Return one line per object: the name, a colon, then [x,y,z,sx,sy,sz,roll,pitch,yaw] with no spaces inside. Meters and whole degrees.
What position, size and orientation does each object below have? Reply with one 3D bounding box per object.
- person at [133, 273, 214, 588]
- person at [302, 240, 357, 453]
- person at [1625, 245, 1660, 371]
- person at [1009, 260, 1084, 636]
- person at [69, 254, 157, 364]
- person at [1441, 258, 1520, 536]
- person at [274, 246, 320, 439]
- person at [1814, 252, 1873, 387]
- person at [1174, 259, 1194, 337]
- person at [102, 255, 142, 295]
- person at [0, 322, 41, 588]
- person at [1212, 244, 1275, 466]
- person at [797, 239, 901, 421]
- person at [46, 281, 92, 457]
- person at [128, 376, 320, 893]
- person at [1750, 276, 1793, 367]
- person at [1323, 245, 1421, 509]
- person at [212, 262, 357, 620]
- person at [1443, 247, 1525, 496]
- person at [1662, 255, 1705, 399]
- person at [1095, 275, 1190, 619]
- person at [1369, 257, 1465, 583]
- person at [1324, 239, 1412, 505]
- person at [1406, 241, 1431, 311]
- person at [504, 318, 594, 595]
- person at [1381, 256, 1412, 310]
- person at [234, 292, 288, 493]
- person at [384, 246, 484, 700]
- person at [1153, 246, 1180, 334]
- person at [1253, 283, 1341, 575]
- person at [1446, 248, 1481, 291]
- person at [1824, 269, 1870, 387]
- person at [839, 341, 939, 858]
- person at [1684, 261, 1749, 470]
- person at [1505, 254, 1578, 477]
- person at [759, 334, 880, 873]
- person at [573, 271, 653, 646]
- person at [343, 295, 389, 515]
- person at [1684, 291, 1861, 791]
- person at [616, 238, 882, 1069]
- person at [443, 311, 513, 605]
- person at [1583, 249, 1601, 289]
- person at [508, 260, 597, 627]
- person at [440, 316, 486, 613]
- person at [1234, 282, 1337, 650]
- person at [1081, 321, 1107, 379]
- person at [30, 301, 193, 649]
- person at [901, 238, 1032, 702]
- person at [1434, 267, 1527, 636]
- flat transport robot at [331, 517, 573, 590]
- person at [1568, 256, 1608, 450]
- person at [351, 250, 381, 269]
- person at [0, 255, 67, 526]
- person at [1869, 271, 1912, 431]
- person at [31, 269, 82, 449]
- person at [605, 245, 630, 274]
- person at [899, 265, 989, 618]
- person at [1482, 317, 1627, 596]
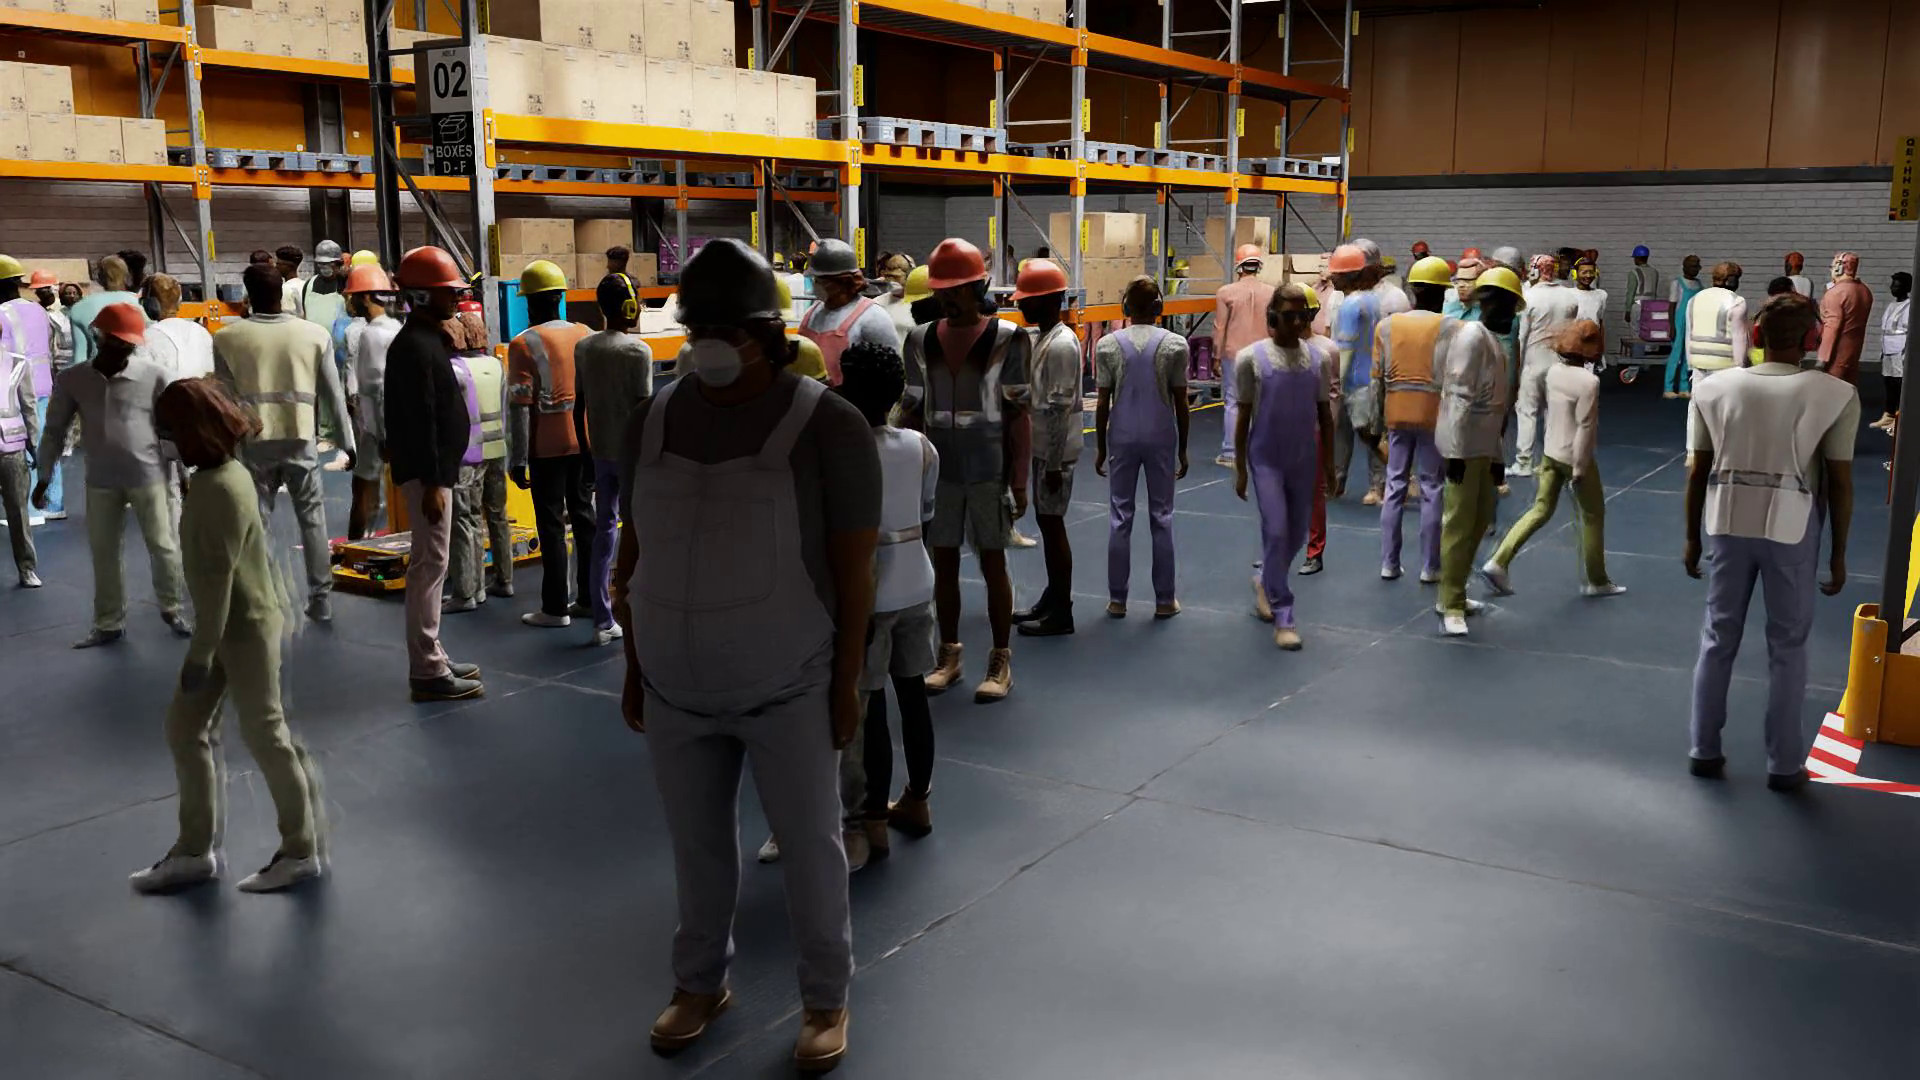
person: [-4.572,-0.637,9.739,0.343,1.833,0.520,5,11,26]
person: [-5.968,-1.842,15.838,0.679,2.000,0.535,2,10,11]
person: [10.489,-3.562,25.662,0.608,1.942,0.410,-5,11,-27]
person: [0.435,-0.463,8.526,0.389,1.925,0.550,-1,10,-4]
person: [-6.065,-1.102,12.058,0.648,1.922,0.720,-2,10,-10]
person: [3.492,-0.975,11.437,0.399,1.899,0.647,-8,13,-38]
person: [-6.668,-1.959,16.692,0.365,1.966,0.608,0,10,2]
person: [8.251,-1.742,15.656,0.652,1.905,0.404,-7,12,-34]
person: [3.316,-3.301,24.771,0.314,1.736,0.482,-3,11,-14]
person: [-8.112,-1.837,16.284,0.437,1.880,0.660,-2,10,-12]
person: [-5.593,-0.516,9.609,0.510,1.639,0.308,-7,12,-34]
person: [2.559,-1.651,14.938,0.615,1.987,0.407,-2,10,-9]
person: [-0.697,-0.660,9.285,0.674,2.000,0.537,9,13,40]
person: [-8.304,-1.606,15.629,0.514,1.644,0.308,-8,13,-37]
person: [-2.319,0.314,5.068,0.633,1.611,0.514,-7,13,-35]
person: [7.786,-1.693,16.039,0.329,1.676,0.586,5,11,26]
person: [2.986,-1.210,12.502,1.064,1.998,0.614,3,11,18]
person: [-3.555,-0.505,8.805,0.710,1.907,0.405,-6,12,-29]
person: [4.001,-1.301,12.839,0.782,2.000,0.534,-2,11,-13]
person: [9.259,-2.713,21.249,0.505,1.836,0.346,-4,11,-20]
person: [0.970,-0.487,8.890,0.504,1.839,0.344,2,10,11]
person: [2.725,-0.702,9.883,0.633,1.922,0.467,8,13,36]
person: [3.064,-1.288,12.768,0.684,2.000,0.535,9,14,41]
person: [7.445,-3.856,27.122,0.380,1.996,0.608,2,10,11]
person: [-2.241,-0.434,9.194,0.523,1.618,0.575,-1,10,-7]
person: [6.211,-3.213,24.157,0.600,1.771,0.926,0,10,-1]
person: [-5.605,-1.192,13.357,0.507,1.634,0.280,2,10,9]
person: [-2.334,-0.294,7.388,0.396,1.992,0.622,-3,11,-16]
person: [3.183,-3.533,25.518,0.587,1.928,0.363,-8,13,-36]
person: [2.046,-0.672,10.115,0.319,1.767,0.534,-10,14,-44]
person: [6.210,-2.612,20.419,0.542,1.928,0.374,-5,11,-24]
person: [10.457,-2.431,19.683,0.565,1.837,0.391,-2,10,-9]
person: [-0.274,0.196,5.494,0.322,1.697,0.533,8,13,37]
person: [6.712,-1.543,14.738,0.429,1.841,0.636,-4,11,-22]
person: [4.953,-1.485,14.259,0.646,1.901,0.400,-4,11,-21]
person: [-0.499,0.206,5.355,0.490,1.730,0.324,3,11,16]
person: [-1.677,-0.386,8.247,0.533,1.868,0.310,6,12,30]
person: [-4.370,-1.052,12.325,0.340,1.733,0.491,5,11,25]
person: [2.969,0.010,6.151,0.579,1.836,0.392,9,14,41]
person: [-0.552,0.288,4.036,0.677,2.000,0.535,3,11,17]
person: [-2.700,-0.455,9.291,0.318,1.631,0.518,4,11,23]
person: [9.581,-3.482,25.361,0.361,1.883,0.574,4,11,21]
person: [-2.136,-0.501,8.761,0.399,1.919,0.582,8,13,37]
person: [-2.764,-0.423,9.110,0.314,1.631,0.524,-1,10,-8]
person: [1.640,-0.402,8.482,0.532,1.816,0.835,-2,10,-10]
person: [1.977,-3.360,24.412,0.407,1.986,0.616,-9,14,-41]
person: [-4.232,-0.327,8.331,0.718,1.729,0.446,-1,10,-8]
person: [0.011,-0.299,7.327,0.612,2.031,0.403,4,11,21]
person: [2.671,-0.462,8.656,0.372,1.880,0.685,6,12,31]
flat transport robot: [-3.133,0.066,10.170,0.652,0.197,1.431,7,12,33]
person: [5.993,-1.797,16.062,0.538,1.869,0.313,-1,10,-4]
person: [-5.996,-1.955,16.810,0.390,1.920,0.587,-7,12,-32]
person: [-6.686,-1.055,11.827,0.412,1.918,0.586,1,10,3]
person: [9.976,-2.001,17.692,0.320,1.694,0.536,0,10,3]
person: [-8.801,-1.750,16.152,0.568,1.743,0.356,1,10,6]
person: [-3.717,-2.266,18.393,0.361,1.963,0.612,-3,11,-17]
person: [-0.049,-0.496,8.783,0.622,1.901,0.682,10,14,42]
person: [3.398,-0.459,9.394,0.811,1.602,0.498,-3,11,-14]
